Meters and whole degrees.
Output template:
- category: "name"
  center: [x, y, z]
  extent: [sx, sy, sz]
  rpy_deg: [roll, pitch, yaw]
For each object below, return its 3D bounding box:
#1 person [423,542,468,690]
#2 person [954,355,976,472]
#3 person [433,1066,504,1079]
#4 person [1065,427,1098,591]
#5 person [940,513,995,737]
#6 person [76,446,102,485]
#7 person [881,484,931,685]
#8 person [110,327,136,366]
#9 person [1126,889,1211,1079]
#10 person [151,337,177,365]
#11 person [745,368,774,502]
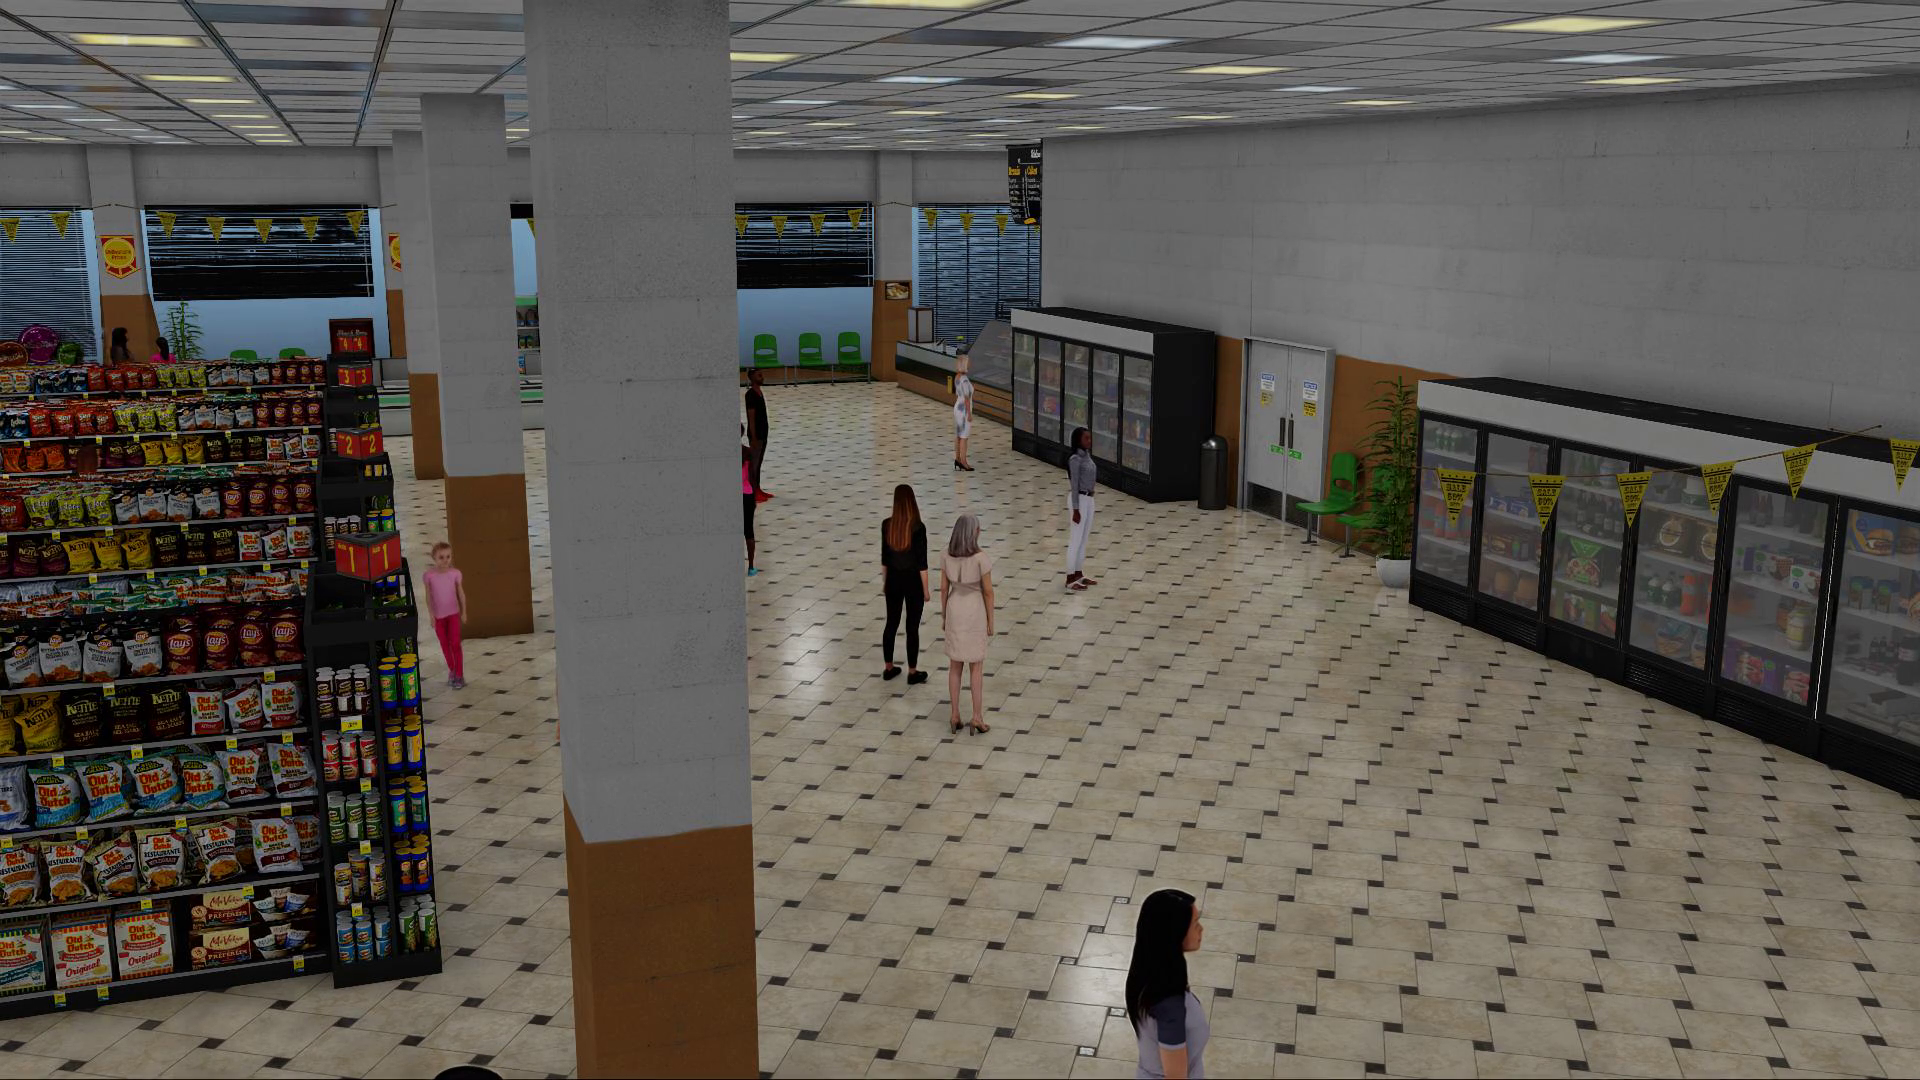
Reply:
- category: "person"
  center: [-4.395, 0.622, 14.203]
  extent: [0.646, 1.255, 0.595]
  rpy_deg: [-3, 12, -12]
- category: "person"
  center: [0.047, -1.929, 25.114]
  extent: [0.489, 1.751, 0.554]
  rpy_deg: [-4, 13, -20]
- category: "person"
  center: [-1.405, 2.360, 4.941]
  extent: [0.776, 1.671, 0.785]
  rpy_deg: [1, 12, 4]
- category: "person"
  center: [1.290, -0.352, 17.692]
  extent: [0.728, 1.724, 0.661]
  rpy_deg: [6, 13, 26]
- category: "person"
  center: [0.054, 0.649, 12.912]
  extent: [0.685, 1.735, 0.749]
  rpy_deg: [5, 13, 23]
- category: "person"
  center: [-8.539, -0.070, 16.354]
  extent: [0.696, 1.723, 0.699]
  rpy_deg: [-11, 16, -42]
- category: "person"
  center: [-0.491, 0.373, 14.288]
  extent: [0.683, 1.707, 0.728]
  rpy_deg: [7, 14, 29]
- category: "person"
  center: [-14.630, -2.757, 28.890]
  extent: [1.080, 1.816, 0.719]
  rpy_deg: [-6, 13, -26]
- category: "person"
  center: [0.761, 2.088, 6.146]
  extent: [0.608, 1.706, 0.646]
  rpy_deg: [-1, 12, -6]
- category: "person"
  center: [-13.685, -2.651, 28.674]
  extent: [0.627, 1.698, 0.728]
  rpy_deg: [-11, 16, -43]
- category: "person"
  center: [-2.784, -1.452, 22.719]
  extent: [0.705, 1.806, 0.717]
  rpy_deg: [2, 12, 9]
